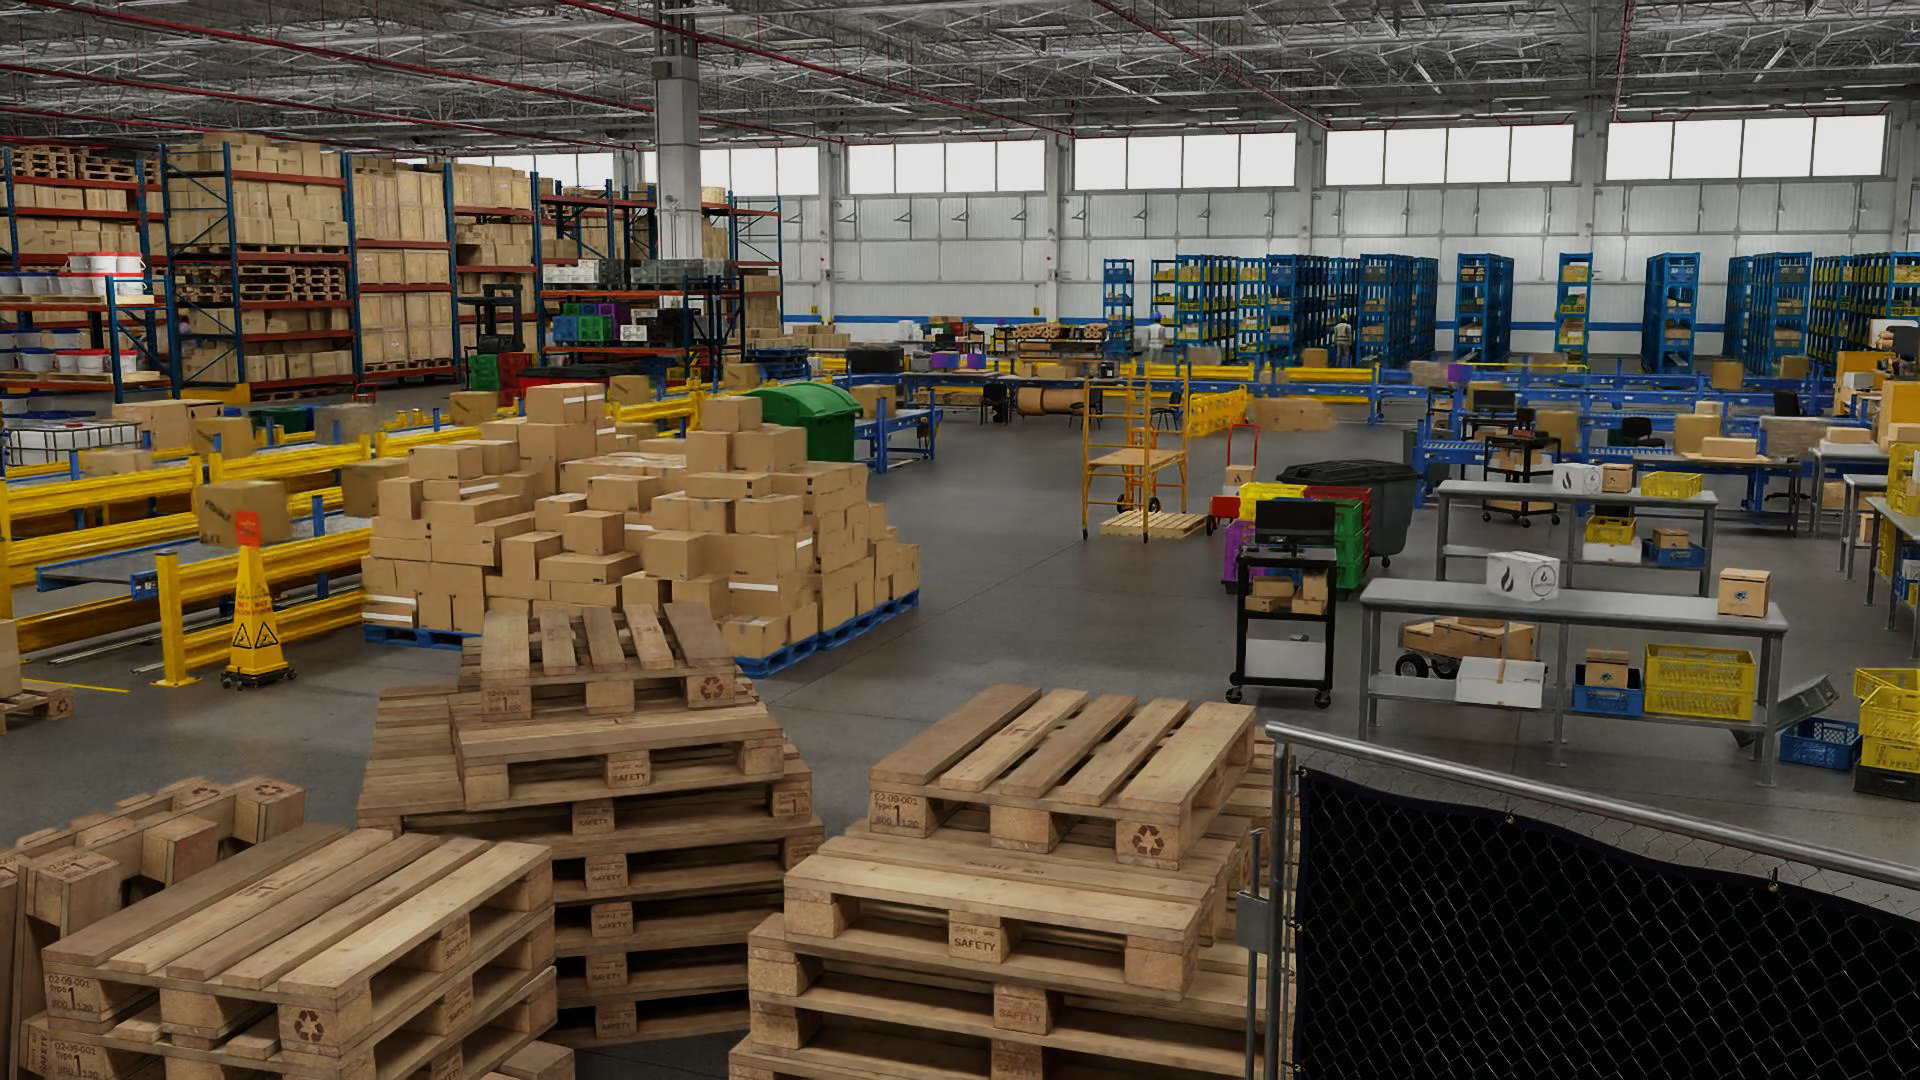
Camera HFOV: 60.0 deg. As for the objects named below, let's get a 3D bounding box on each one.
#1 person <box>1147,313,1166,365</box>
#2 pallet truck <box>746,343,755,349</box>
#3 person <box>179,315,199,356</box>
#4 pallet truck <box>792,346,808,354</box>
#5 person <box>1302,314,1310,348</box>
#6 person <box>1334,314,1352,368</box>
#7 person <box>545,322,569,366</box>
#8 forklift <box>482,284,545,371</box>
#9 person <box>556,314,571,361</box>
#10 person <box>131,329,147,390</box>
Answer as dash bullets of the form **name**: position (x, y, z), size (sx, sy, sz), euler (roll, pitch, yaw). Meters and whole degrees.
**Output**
- **person**: position (5.764, -5.710, 48.900), size (0.632, 1.935, 0.554), euler (6, 11, 34)
- **pallet truck**: position (-6.183, -4.618, 44.264), size (1.601, 1.201, 0.680), euler (-9, 12, -43)
- **person**: position (-22.718, -5.678, 48.895), size (0.644, 1.886, 1.048), euler (4, 10, 23)
- **pallet truck**: position (-3.705, -4.298, 42.022), size (0.653, 1.274, 1.630), euler (3, 10, 20)
- **person**: position (12.371, -7.347, 59.451), size (0.393, 1.847, 0.563), euler (2, 9, 12)
- **person**: position (11.980, -6.141, 51.917), size (0.588, 1.837, 0.404), euler (7, 12, 39)
- **person**: position (-10.657, -4.858, 43.981), size (0.653, 1.796, 0.621), euler (0, 9, 2)
- **forklift**: position (-10.832, -4.702, 39.610), size (1.129, 2.768, 1.873), euler (3, 10, 20)
- **person**: position (-11.592, -5.613, 48.433), size (0.549, 1.891, 0.962), euler (3, 9, 16)
- **person**: position (-21.305, -4.642, 43.138), size (0.279, 1.633, 0.498), euler (-1, 9, -5)
